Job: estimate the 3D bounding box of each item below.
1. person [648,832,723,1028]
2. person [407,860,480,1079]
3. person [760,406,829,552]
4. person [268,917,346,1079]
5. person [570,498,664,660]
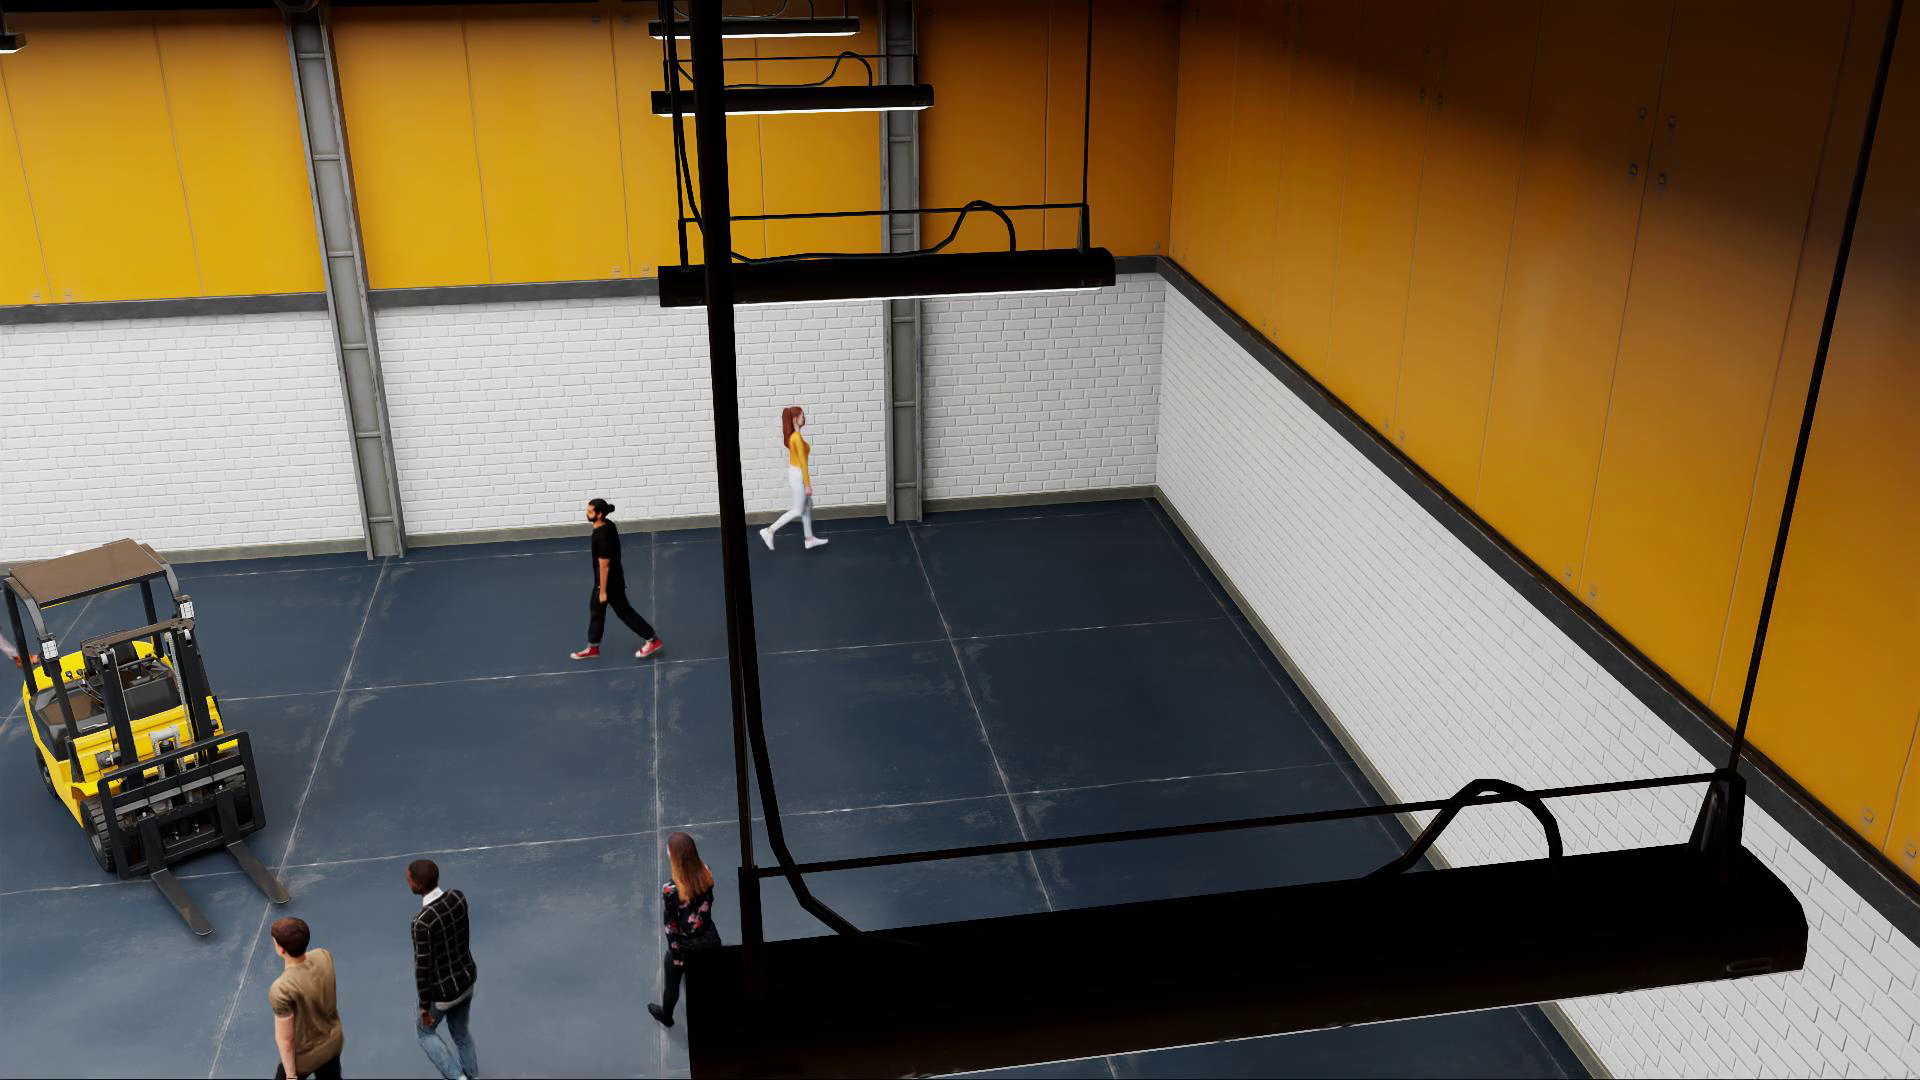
[{"bbox_3d":[-1.726,2.732,11.151,0.971,1.654,0.951,-19,30,-37],"label":"person"},{"bbox_3d":[-3.194,2.885,10.627,0.889,1.793,0.854,9,25,20],"label":"person"},{"bbox_3d":[-1.898,-0.655,18.804,1.060,1.730,0.671,-7,25,-16],"label":"person"},{"bbox_3d":[-3.851,3.103,10.072,0.817,1.839,0.799,8,25,18],"label":"person"},{"bbox_3d":[-3.359,0.405,16.390,1.164,1.722,0.719,-7,25,-16],"label":"person"}]
